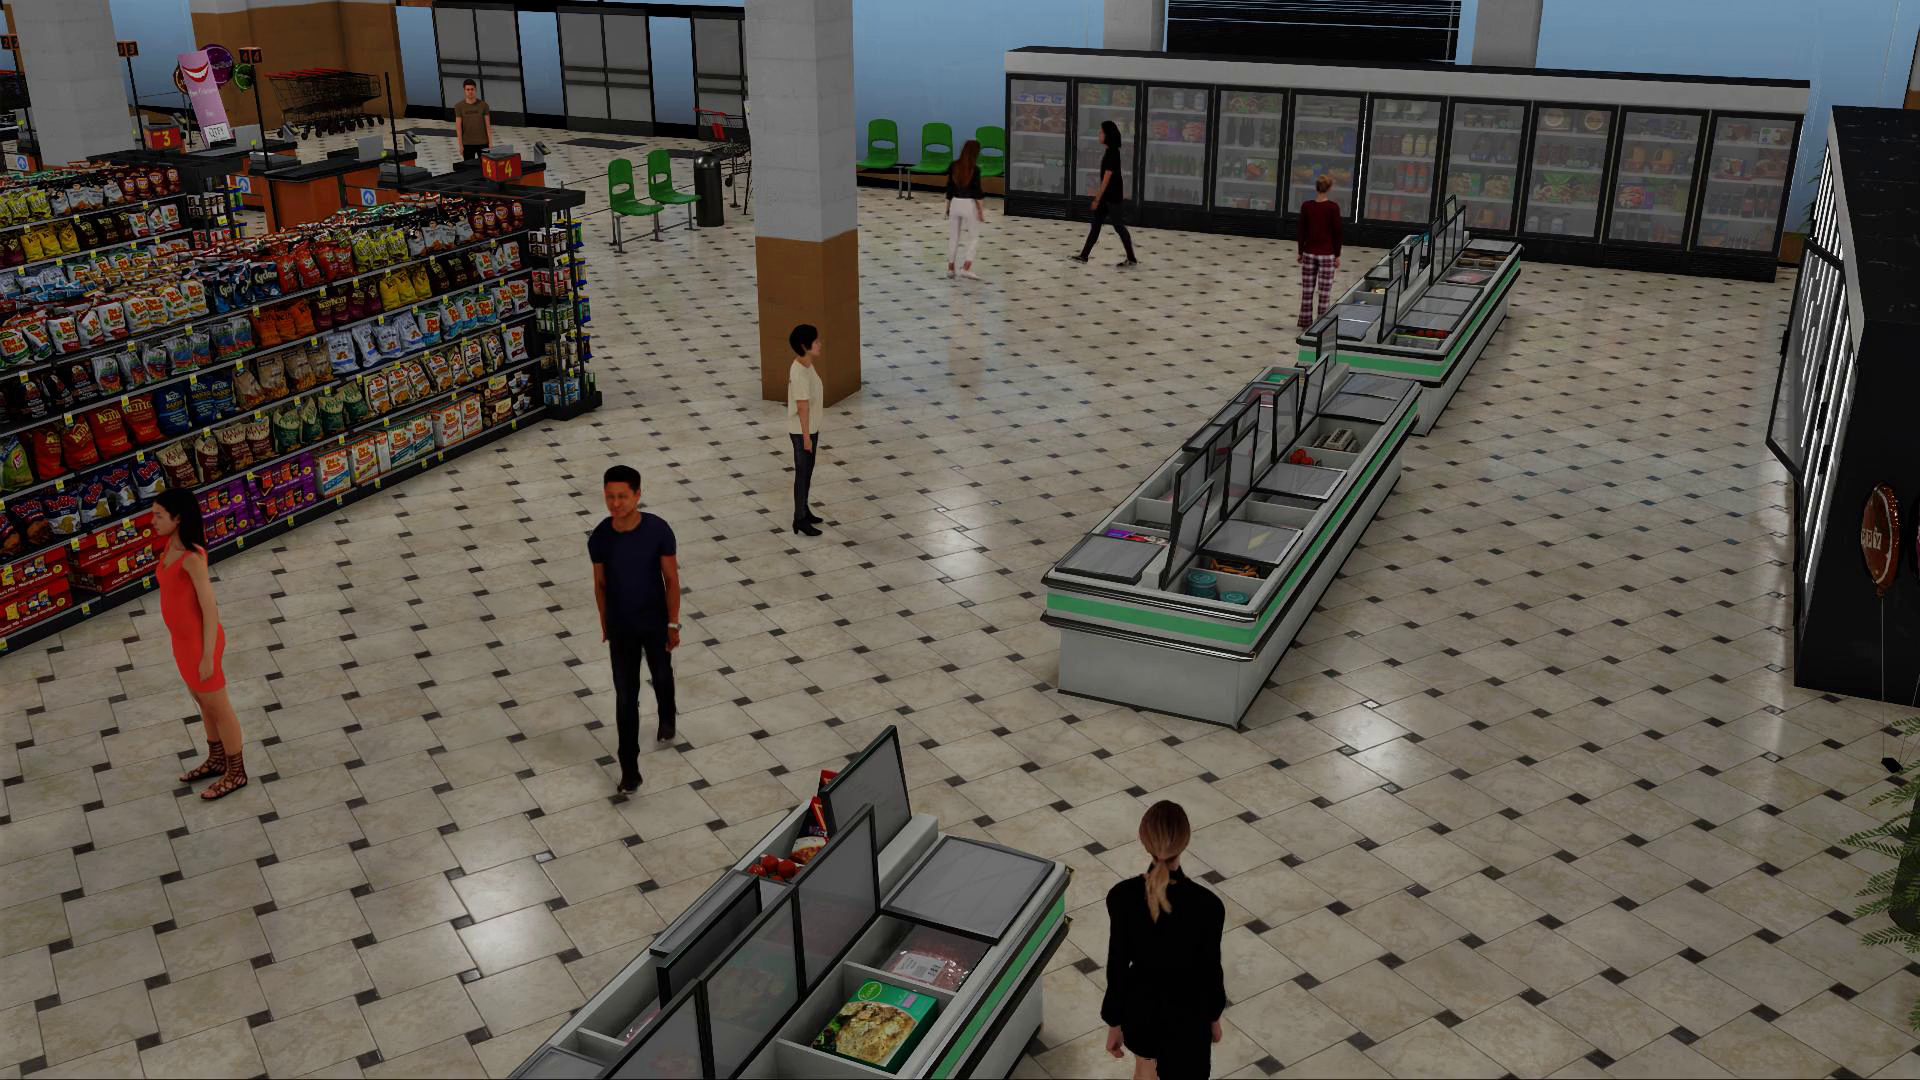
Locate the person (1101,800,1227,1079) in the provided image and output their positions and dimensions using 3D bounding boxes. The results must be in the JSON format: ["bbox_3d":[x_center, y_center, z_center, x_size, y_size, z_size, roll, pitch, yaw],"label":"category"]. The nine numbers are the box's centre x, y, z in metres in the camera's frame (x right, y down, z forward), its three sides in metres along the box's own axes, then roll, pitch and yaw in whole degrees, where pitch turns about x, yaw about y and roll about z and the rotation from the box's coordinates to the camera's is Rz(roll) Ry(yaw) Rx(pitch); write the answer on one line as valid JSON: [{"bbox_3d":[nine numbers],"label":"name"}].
[{"bbox_3d":[0.693,1.751,5.746,0.631,1.731,1.122,8,23,18],"label":"person"}]

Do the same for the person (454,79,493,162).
[{"bbox_3d":[-7.119,-5.819,24.424,0.731,1.852,0.805,-9,24,-22],"label":"person"}]

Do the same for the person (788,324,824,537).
[{"bbox_3d":[-1.153,-0.820,12.341,0.711,1.583,0.572,-1,22,-1],"label":"person"}]

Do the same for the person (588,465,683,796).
[{"bbox_3d":[-1.708,0.418,9.042,1.001,1.747,1.236,-1,22,-2],"label":"person"}]

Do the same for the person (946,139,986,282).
[{"bbox_3d":[0.061,-3.973,20.056,0.702,1.683,0.639,6,23,14],"label":"person"}]

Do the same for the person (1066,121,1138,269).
[{"bbox_3d":[1.955,-4.167,20.570,1.051,1.660,1.149,-2,22,-4],"label":"person"}]

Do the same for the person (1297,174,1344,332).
[{"bbox_3d":[3.839,-3.066,17.781,0.630,1.696,0.508,12,25,27],"label":"person"}]

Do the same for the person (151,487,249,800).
[{"bbox_3d":[-4.027,0.535,8.788,0.638,1.719,0.652,-20,29,-41],"label":"person"}]
